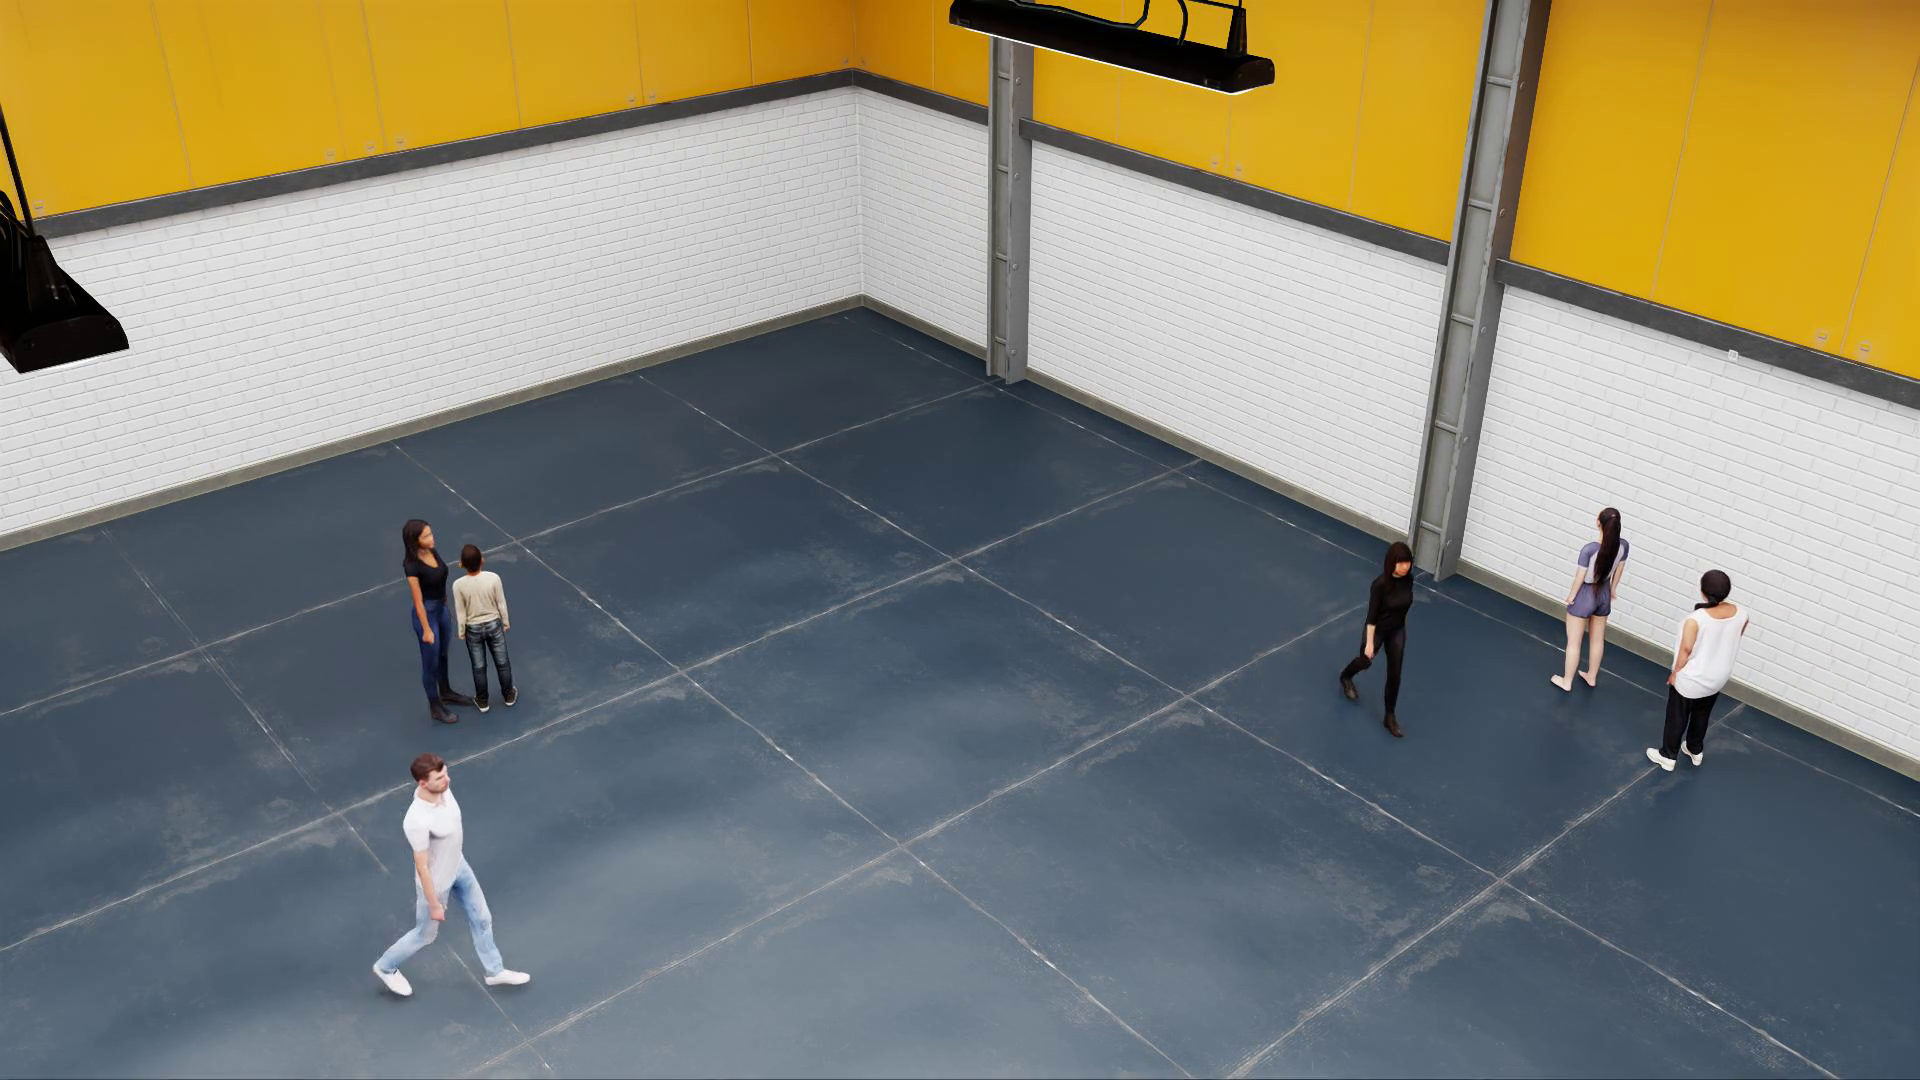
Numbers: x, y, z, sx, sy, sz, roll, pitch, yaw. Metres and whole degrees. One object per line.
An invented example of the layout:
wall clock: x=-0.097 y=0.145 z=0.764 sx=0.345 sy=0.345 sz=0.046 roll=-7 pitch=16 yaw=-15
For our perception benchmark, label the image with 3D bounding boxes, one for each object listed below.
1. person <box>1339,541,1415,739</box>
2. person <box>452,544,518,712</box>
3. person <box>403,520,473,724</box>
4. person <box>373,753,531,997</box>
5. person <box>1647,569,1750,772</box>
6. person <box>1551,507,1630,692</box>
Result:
person: x=3.290 y=0.695 z=13.108 sx=0.831 sy=1.611 sz=1.113 roll=-9 pitch=30 yaw=-17
person: x=-3.801 y=0.700 z=13.252 sx=0.609 sy=1.464 sz=0.597 roll=-10 pitch=30 yaw=-17
person: x=-4.173 y=0.615 z=13.118 sx=0.696 sy=1.740 sz=0.644 roll=4 pitch=29 yaw=7
person: x=-3.314 y=2.105 z=10.310 sx=1.254 sy=1.813 sz=1.188 roll=4 pitch=29 yaw=6
person: x=5.556 y=0.968 z=12.522 sx=0.751 sy=1.692 sz=0.759 roll=-6 pitch=29 yaw=-12
person: x=5.124 y=0.477 z=13.465 sx=0.667 sy=1.650 sz=0.653 roll=-8 pitch=30 yaw=-14
